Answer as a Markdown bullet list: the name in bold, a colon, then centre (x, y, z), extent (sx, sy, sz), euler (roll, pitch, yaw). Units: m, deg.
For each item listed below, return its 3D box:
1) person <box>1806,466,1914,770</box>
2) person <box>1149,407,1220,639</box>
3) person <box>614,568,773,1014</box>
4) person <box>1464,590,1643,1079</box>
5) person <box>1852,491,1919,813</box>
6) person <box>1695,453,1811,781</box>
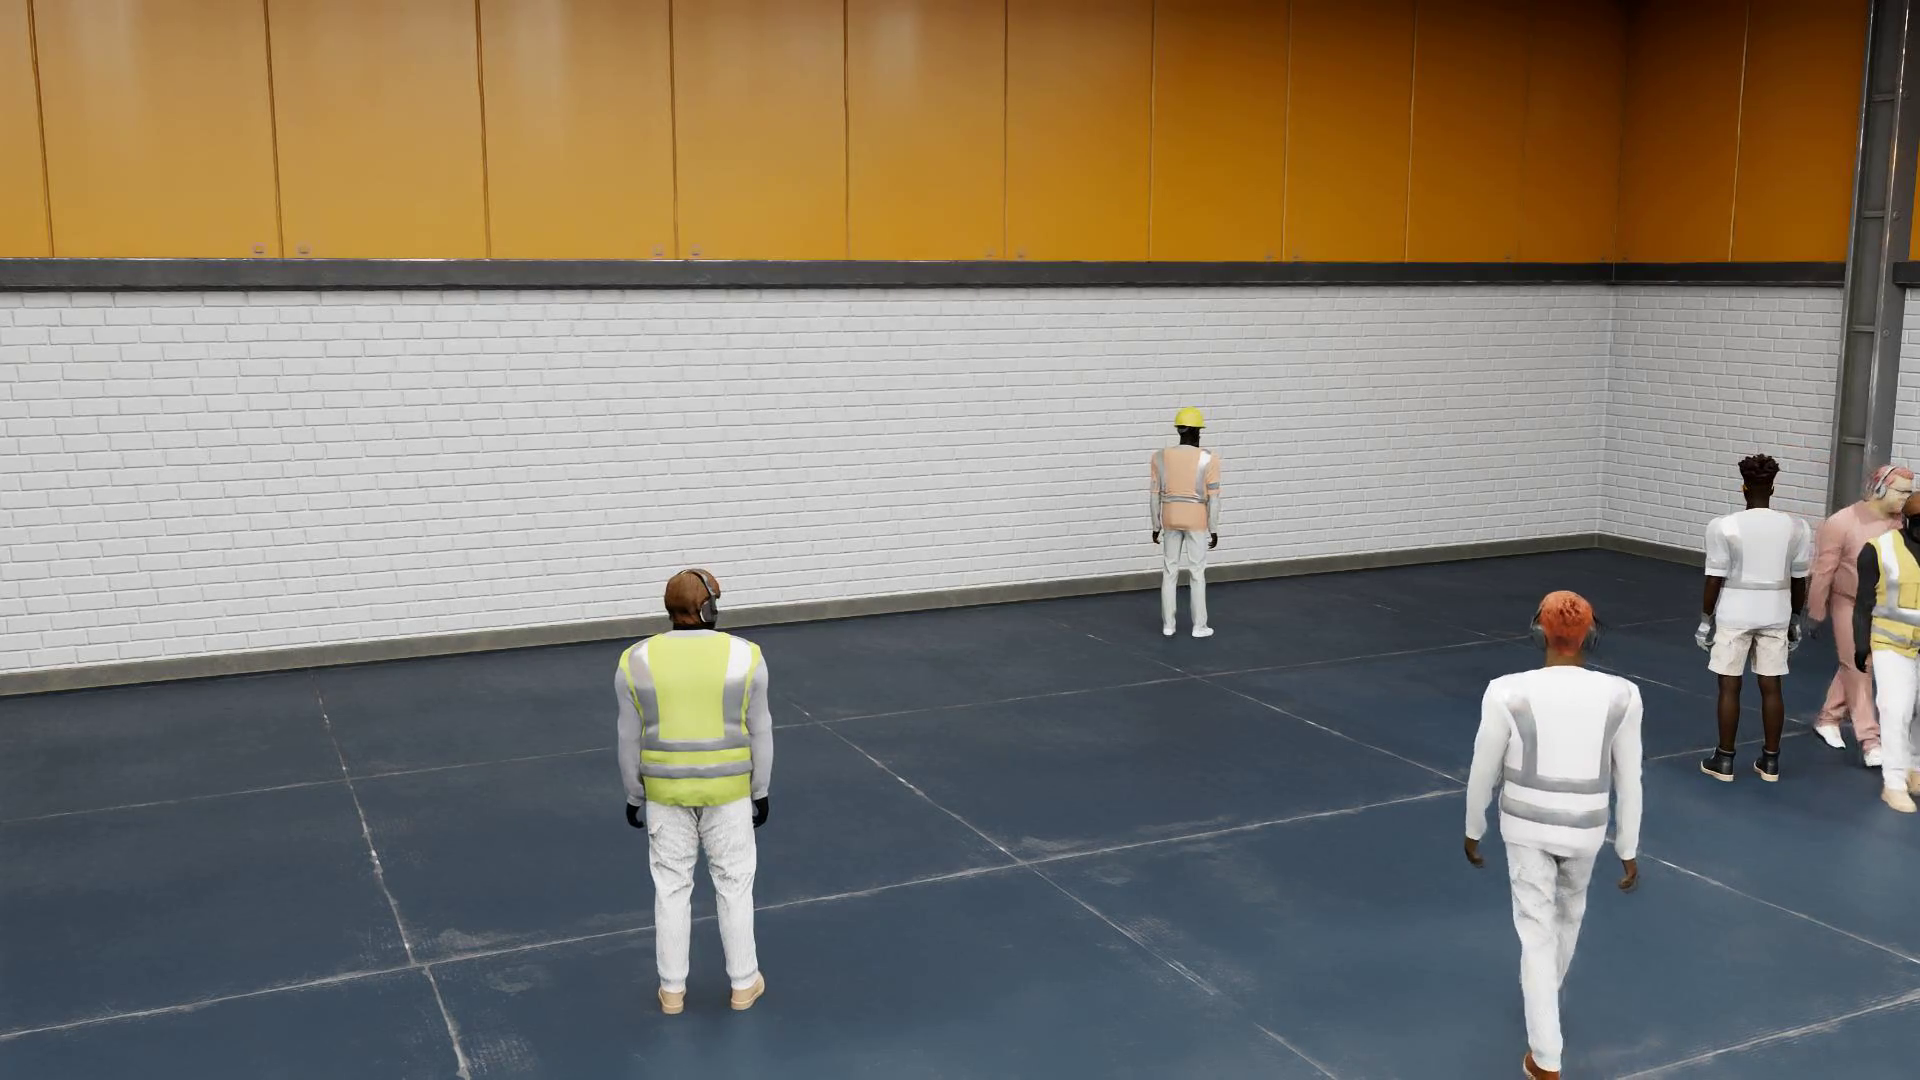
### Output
- **person**: centre (5.655, 0.465, 10.281), extent (0.665, 1.846, 1.023), euler (-1, 9, -5)
- **person**: centre (1.865, -0.141, 13.802), extent (0.589, 1.924, 0.384), euler (4, 10, 22)
- **person**: centre (-1.075, 1.029, 6.816), extent (0.624, 1.841, 0.430), euler (0, 9, -3)
- **person**: centre (2.239, 1.092, 6.391), extent (0.606, 1.841, 0.923), euler (1, 9, 5)
- **person**: centre (5.426, 0.615, 9.442), extent (0.654, 1.816, 0.485), euler (2, 9, 11)
- **person**: centre (4.713, 0.465, 9.916), extent (0.613, 1.962, 0.364), euler (1, 9, 4)
